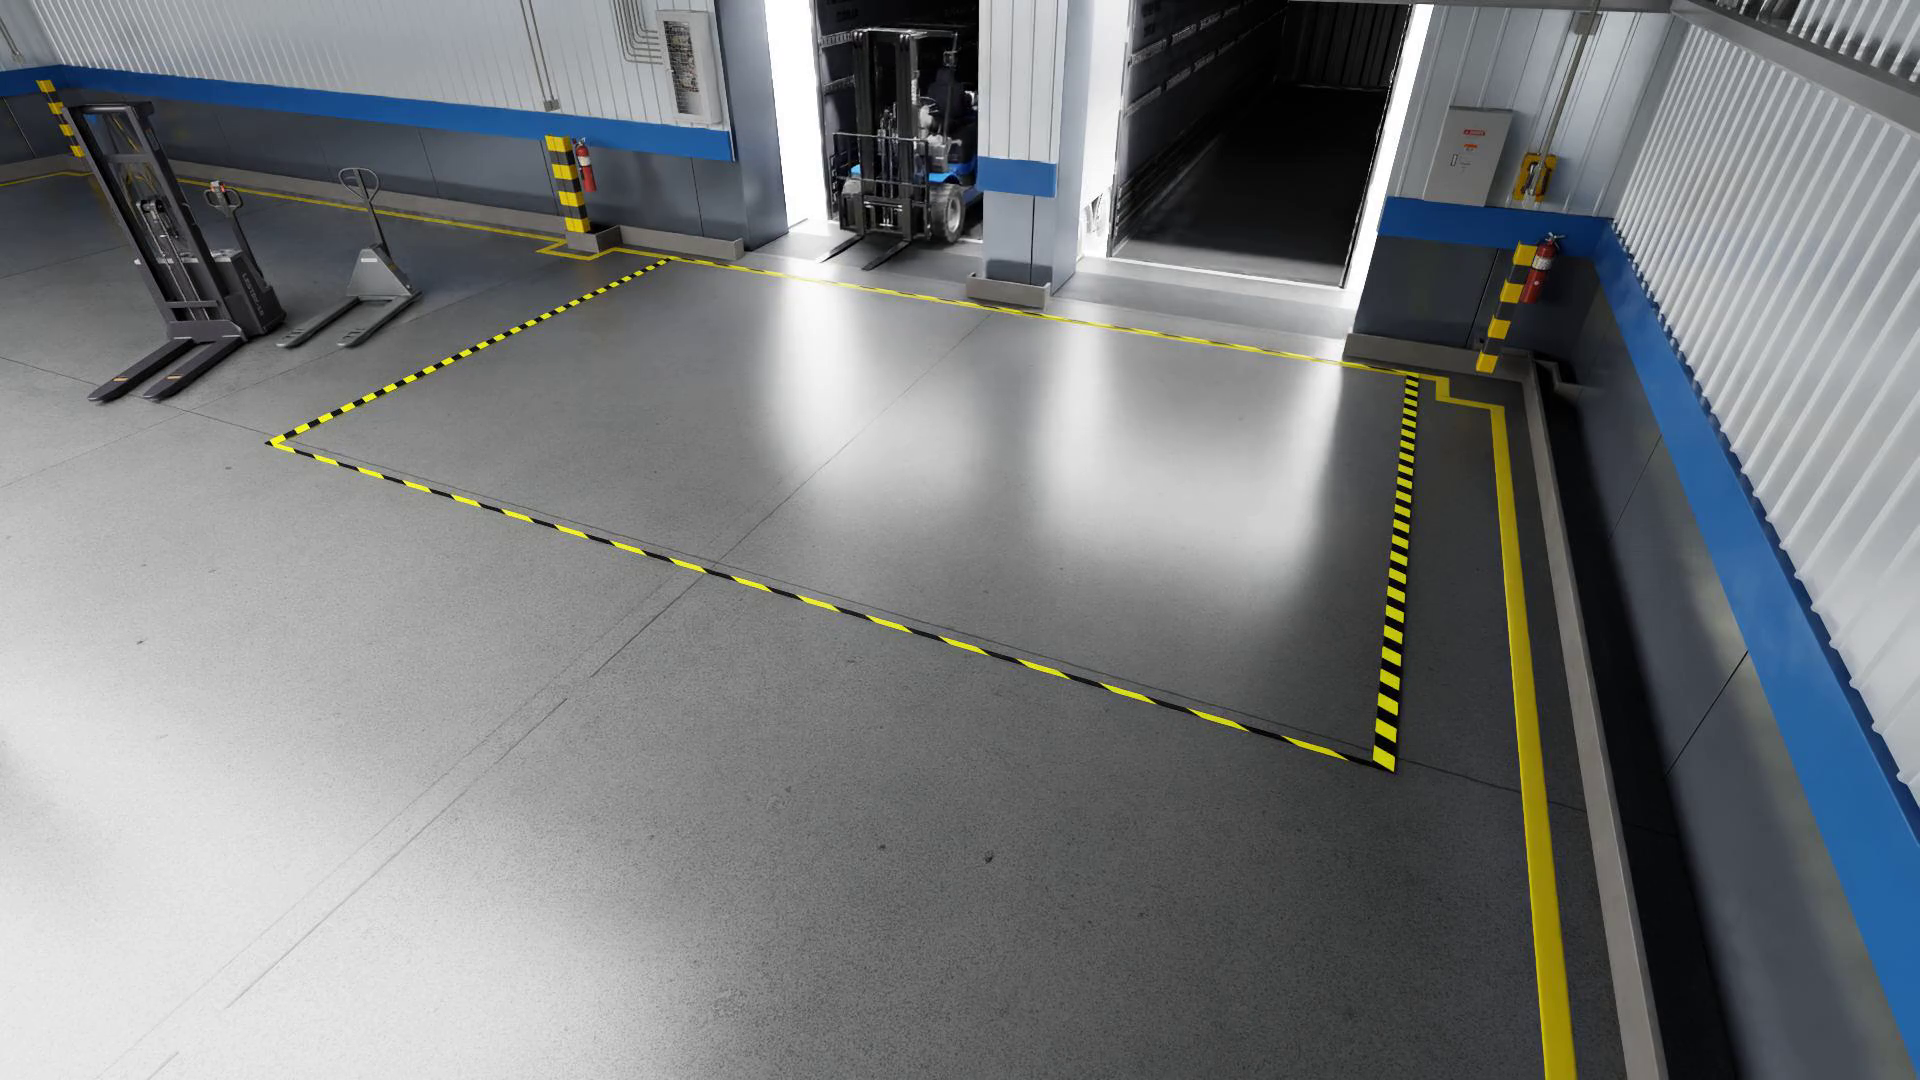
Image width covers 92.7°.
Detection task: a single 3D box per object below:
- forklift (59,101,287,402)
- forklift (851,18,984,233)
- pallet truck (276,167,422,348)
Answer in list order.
[{"bbox_3d":[-6.686,-2.387,7.434,0.823,1.965,1.885,-3,35,-5],"label":"forklift"},{"bbox_3d":[-0.358,-4.937,10.741,1.157,2.036,2.680,13,37,18],"label":"forklift"},{"bbox_3d":[-5.732,-2.611,8.414,0.680,1.201,1.601,-1,35,-1],"label":"pallet truck"}]
